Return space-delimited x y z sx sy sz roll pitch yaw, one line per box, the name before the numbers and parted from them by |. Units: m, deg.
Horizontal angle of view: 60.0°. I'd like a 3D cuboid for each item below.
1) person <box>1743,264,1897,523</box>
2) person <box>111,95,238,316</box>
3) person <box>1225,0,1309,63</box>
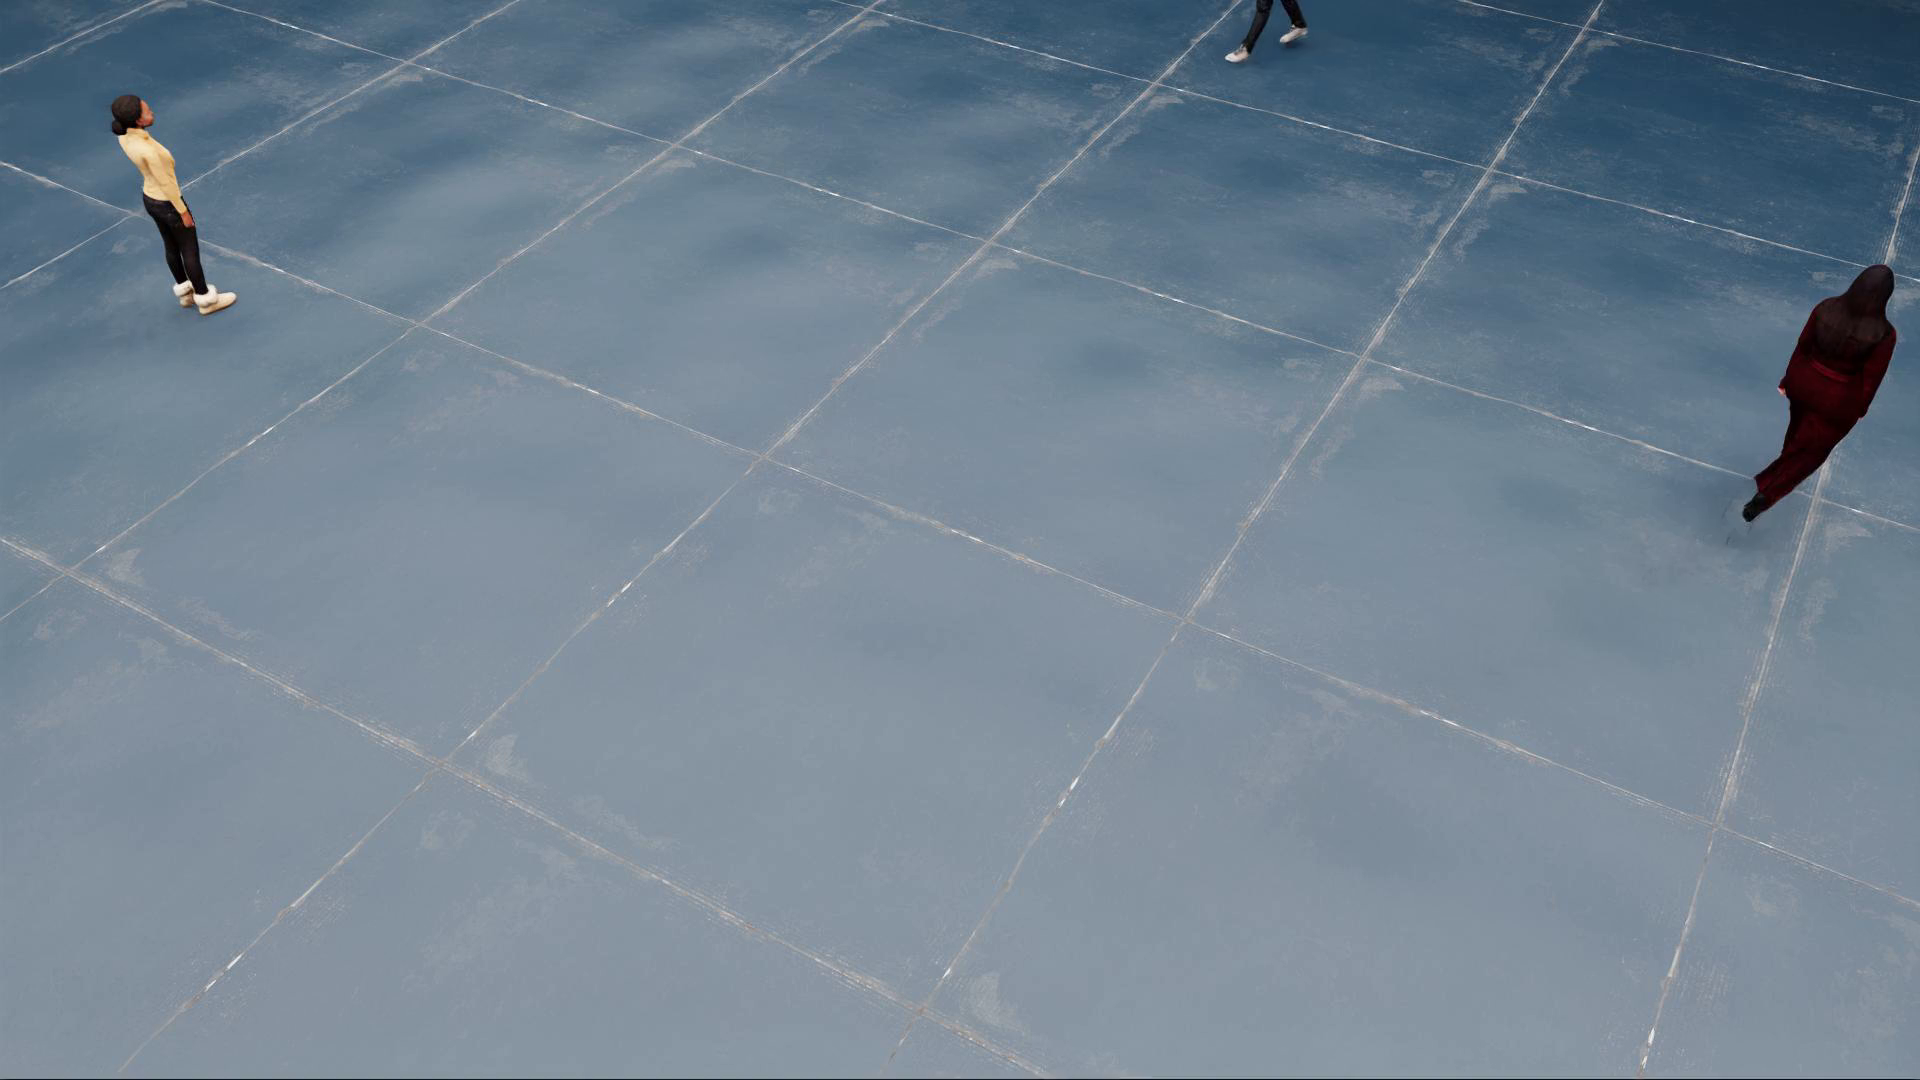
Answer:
person | 5.043 -0.807 9.831 1.185 1.726 0.953 -24 48 -24
person | -5.551 -2.332 11.560 0.634 1.659 0.648 30 50 29
person | 2.861 -5.080 14.550 1.275 1.708 1.048 -21 46 -22
